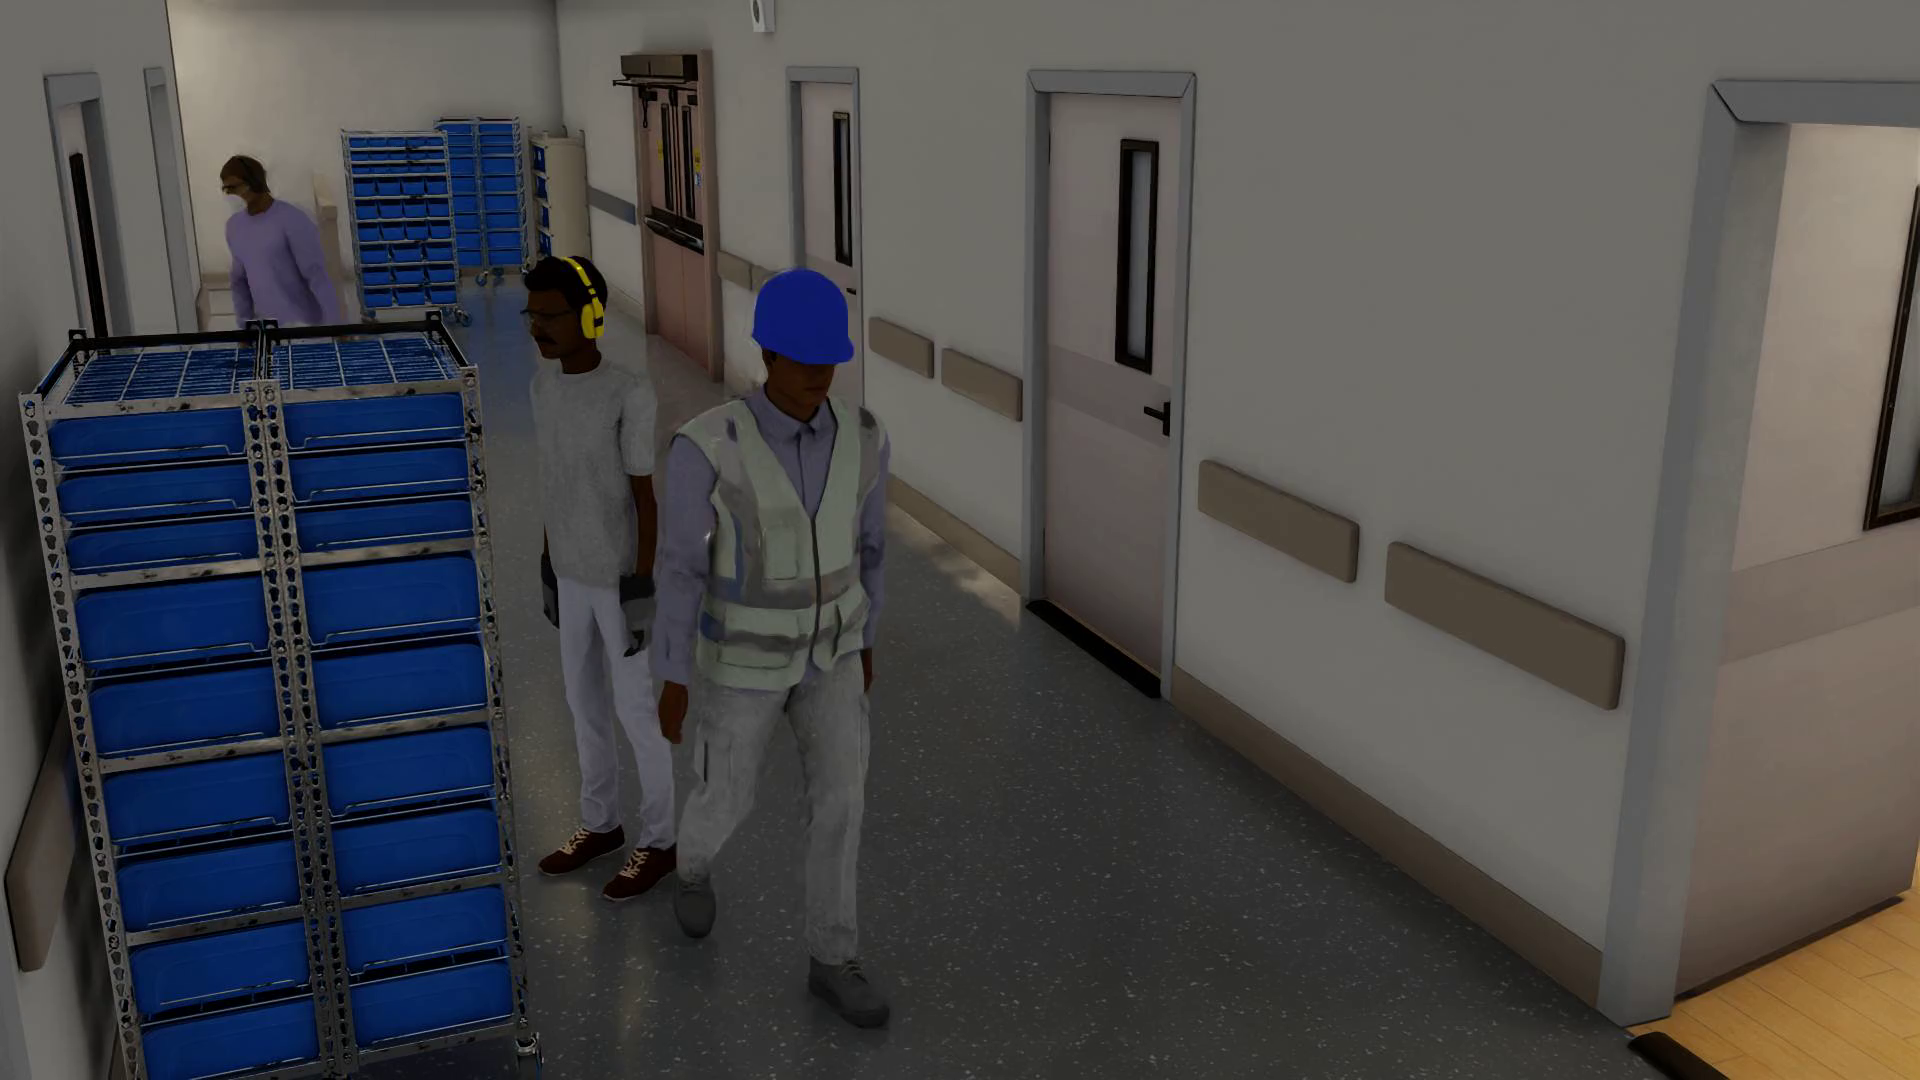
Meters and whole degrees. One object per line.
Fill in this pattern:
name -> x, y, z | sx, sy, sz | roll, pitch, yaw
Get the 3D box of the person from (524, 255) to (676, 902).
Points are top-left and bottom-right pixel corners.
person -> -1.052, 0.119, 4.778 | 0.496, 1.861, 0.333 | 12, 20, 35

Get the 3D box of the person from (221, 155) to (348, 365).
person -> -3.712, -1.165, 9.176 | 0.715, 1.878, 0.878 | 8, 18, 27

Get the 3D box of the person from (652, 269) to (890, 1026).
person -> -0.514, 0.245, 4.226 | 0.642, 1.915, 0.786 | -11, 19, -33
